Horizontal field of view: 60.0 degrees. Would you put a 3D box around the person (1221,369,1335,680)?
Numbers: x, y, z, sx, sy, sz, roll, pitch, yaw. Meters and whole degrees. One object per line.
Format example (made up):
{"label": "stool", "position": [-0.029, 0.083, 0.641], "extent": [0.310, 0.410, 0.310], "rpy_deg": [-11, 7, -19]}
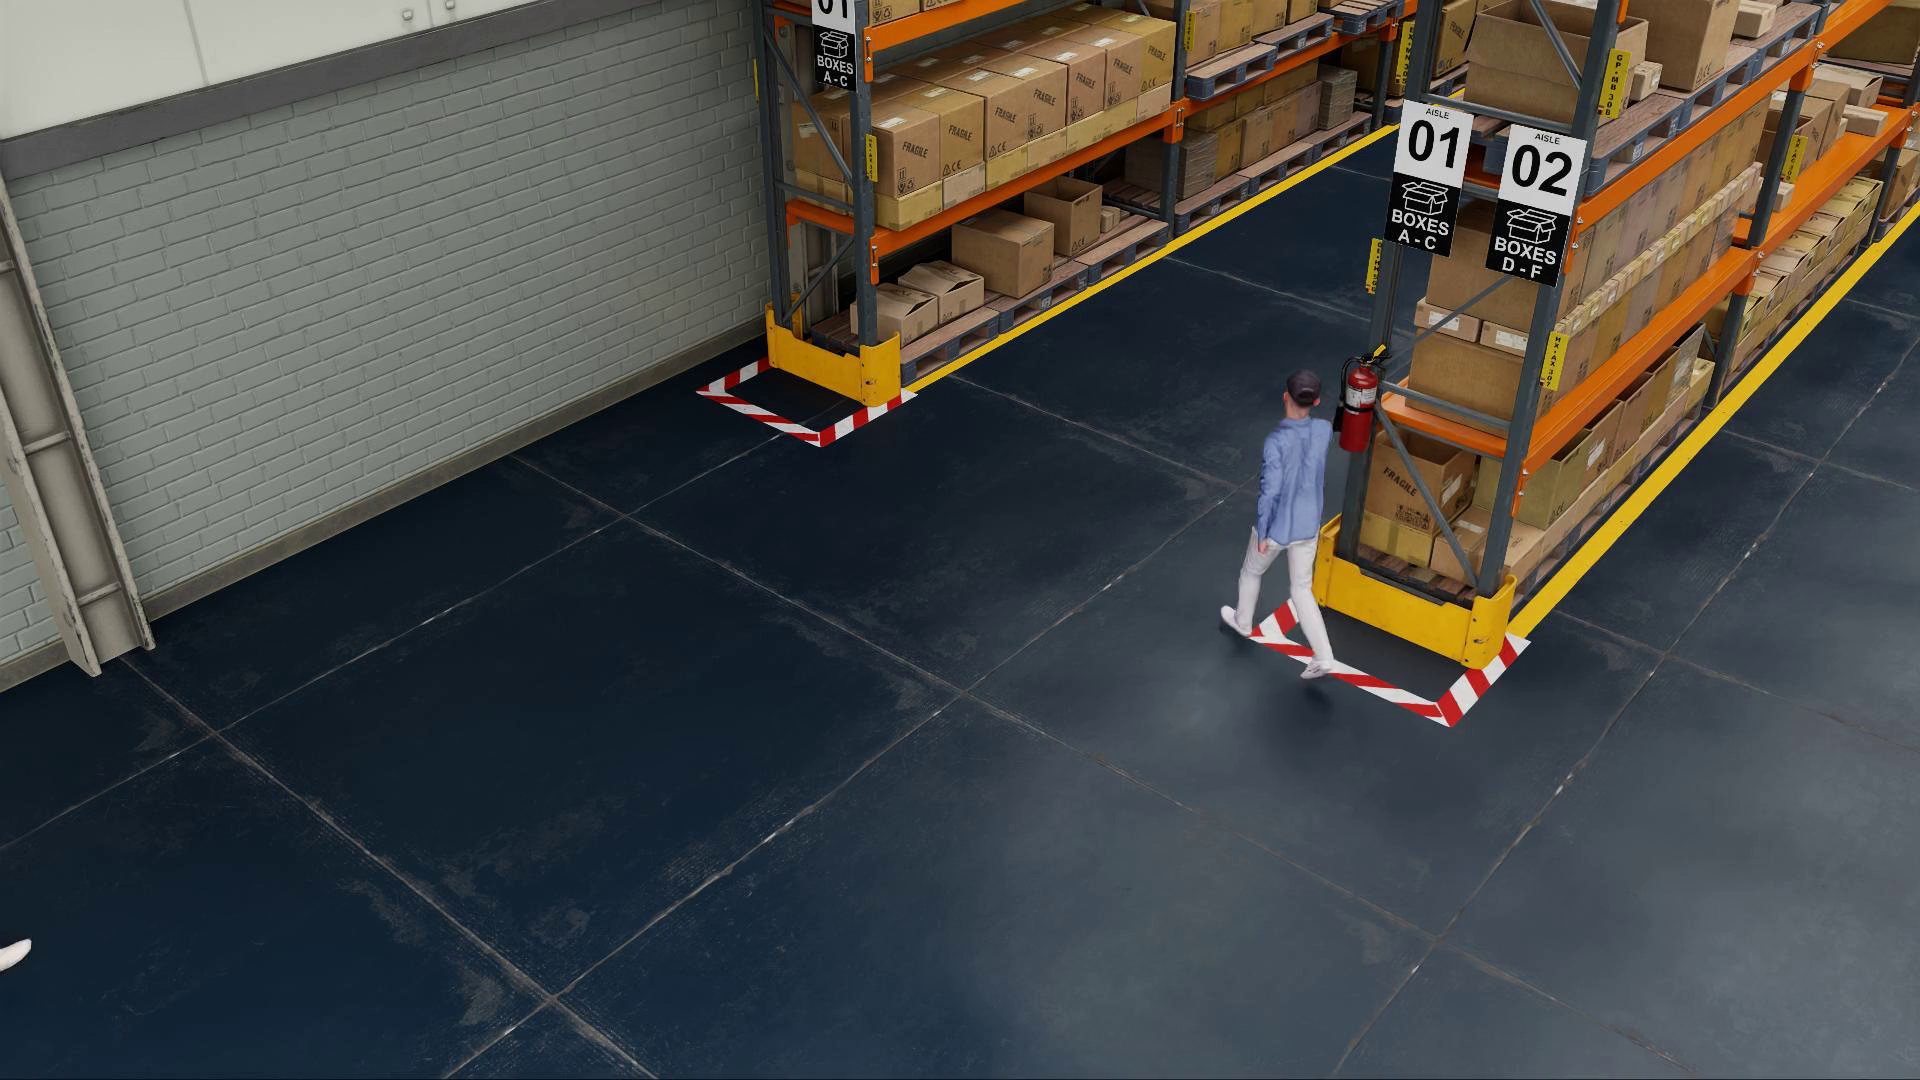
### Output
{"label": "person", "position": [1.914, -0.054, 9.430], "extent": [1.200, 1.850, 1.037], "rpy_deg": [-14, 35, -20]}
